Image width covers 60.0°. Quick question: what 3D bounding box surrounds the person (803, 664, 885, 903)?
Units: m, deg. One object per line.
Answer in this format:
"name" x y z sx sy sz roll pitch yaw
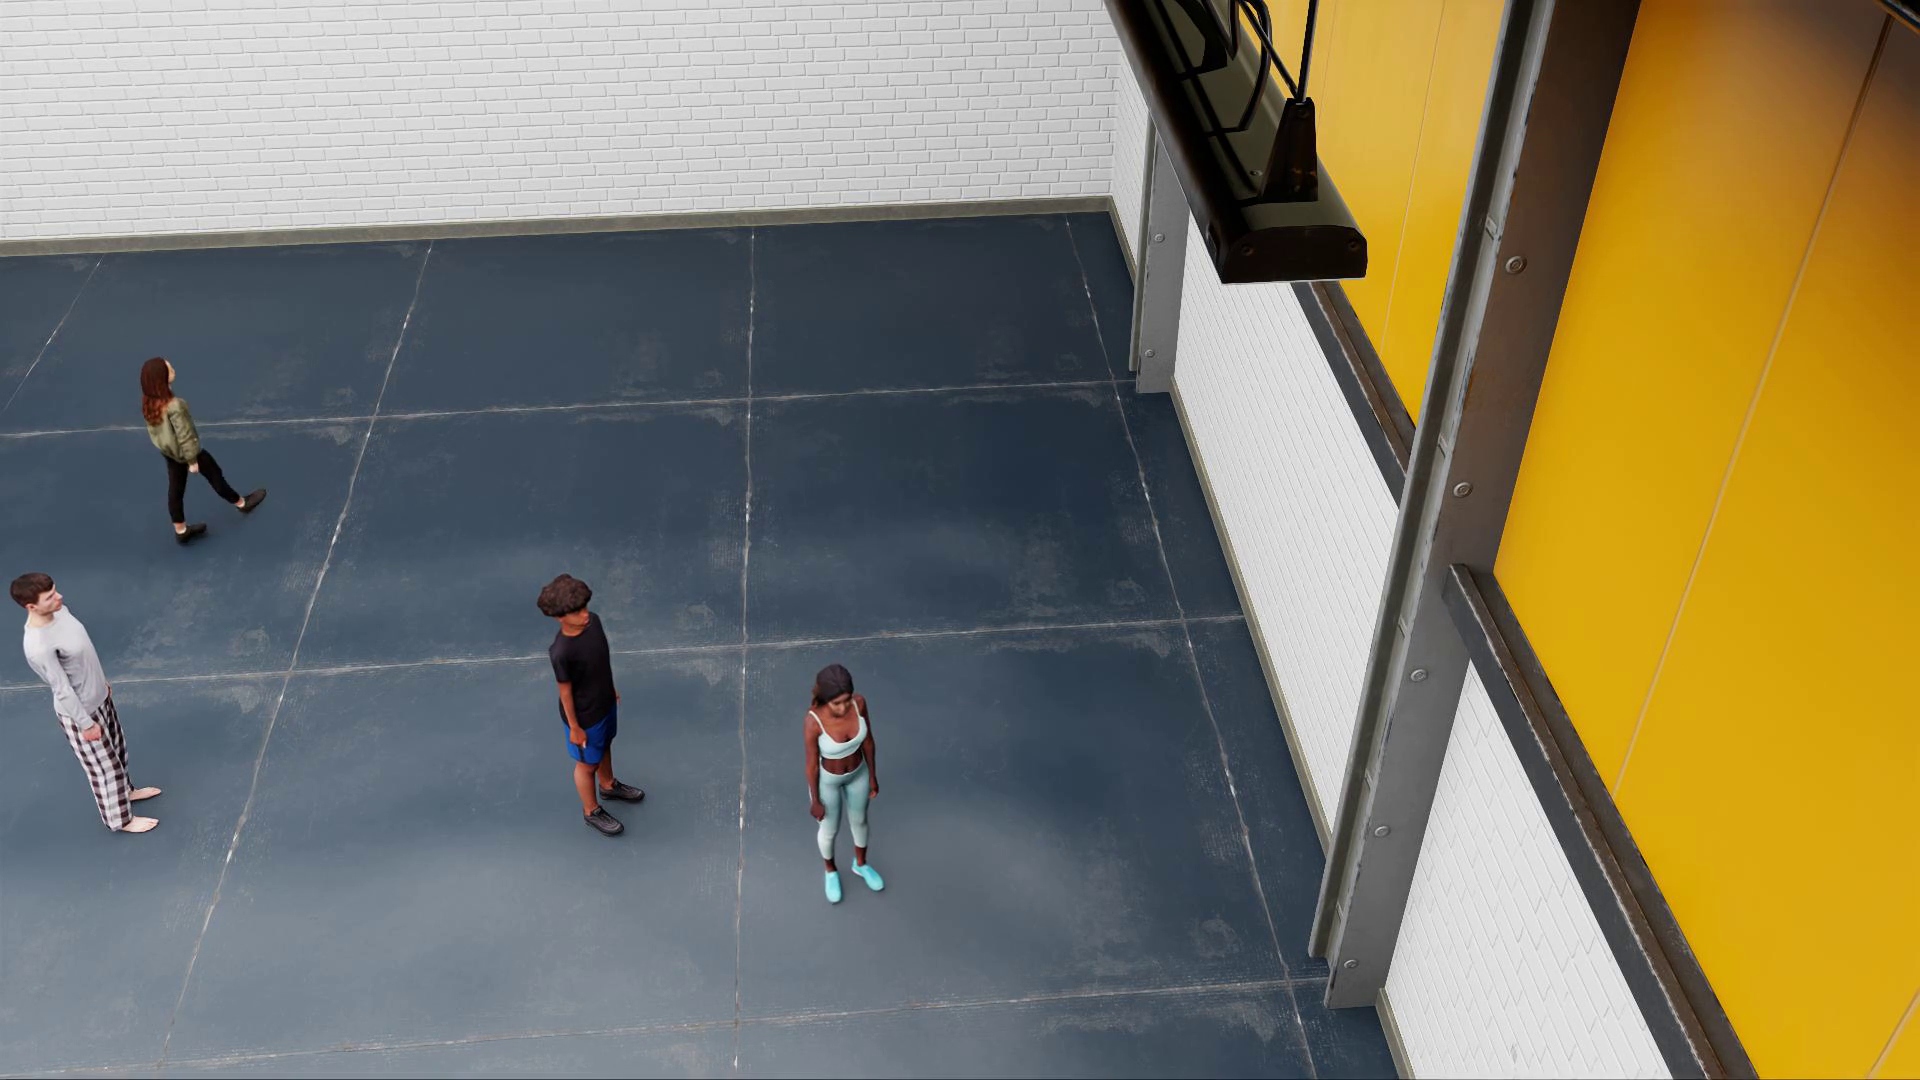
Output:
"person" -0.655 1.308 9.095 0.646 1.724 0.661 -20 43 -23

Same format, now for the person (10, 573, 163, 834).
"person" -5.008 0.920 9.483 0.717 1.847 0.523 -9 40 -11

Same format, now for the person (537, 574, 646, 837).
"person" -2.136 0.925 9.515 0.758 1.799 0.646 12 40 15

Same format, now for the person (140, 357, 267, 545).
"person" -5.542 -0.598 11.706 0.942 1.444 1.017 25 45 28
